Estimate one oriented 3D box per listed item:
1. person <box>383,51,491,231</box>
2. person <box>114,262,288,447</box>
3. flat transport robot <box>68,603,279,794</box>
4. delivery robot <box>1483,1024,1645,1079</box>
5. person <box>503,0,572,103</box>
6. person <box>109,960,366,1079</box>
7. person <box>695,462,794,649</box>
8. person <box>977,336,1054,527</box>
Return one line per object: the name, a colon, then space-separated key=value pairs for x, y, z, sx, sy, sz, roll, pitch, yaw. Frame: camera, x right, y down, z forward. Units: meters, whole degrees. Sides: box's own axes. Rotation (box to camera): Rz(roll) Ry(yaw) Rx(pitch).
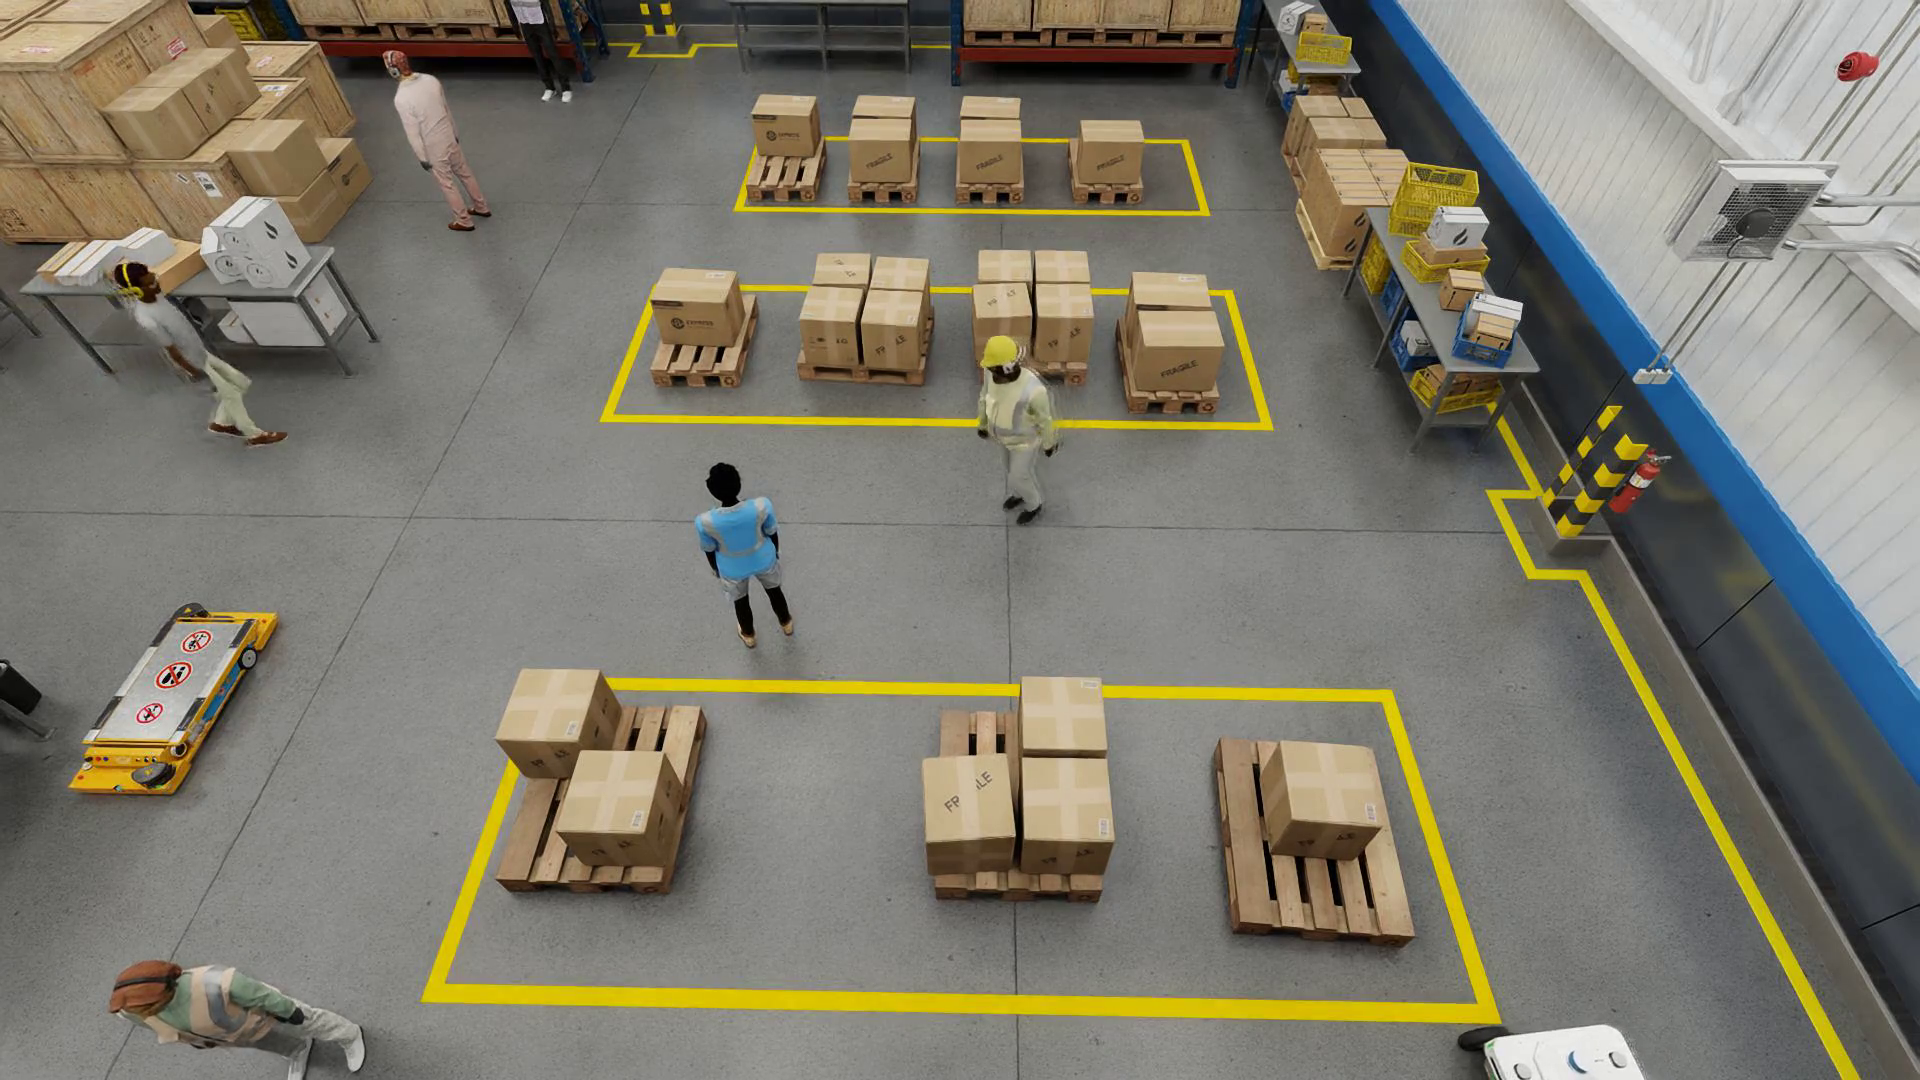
person: x=-5.687 y=-4.294 z=9.928 sx=0.400 sy=1.900 sz=0.647 roll=12 pitch=51 yaw=10
person: x=-6.302 y=-1.488 z=7.581 sx=0.441 sy=1.849 sz=0.540 roll=-21 pitch=53 yaw=-17
flat transport robot: x=-5.504 y=1.072 z=6.442 sx=0.652 sy=0.197 sz=1.431 roll=1 pitch=50 yaw=1
delivery robot: x=3.129 y=2.758 z=4.771 sx=0.707 sy=0.478 sz=0.477 roll=-5 pitch=50 yaw=-4
person: x=-5.588 y=-6.767 z=12.014 sx=0.595 sy=1.908 sz=0.409 roll=3 pitch=50 yaw=2
person: x=-3.502 y=2.348 z=4.478 sx=0.518 sy=1.632 sz=0.317 roll=-11 pitch=51 yaw=-9
person: x=-1.470 y=0.136 z=6.312 sx=0.534 sy=1.691 sz=0.322 roll=-18 pitch=52 yaw=-14
person: x=0.405 y=-0.837 z=7.067 sx=0.520 sy=1.791 sz=0.613 roll=-33 pitch=57 yaw=-25
